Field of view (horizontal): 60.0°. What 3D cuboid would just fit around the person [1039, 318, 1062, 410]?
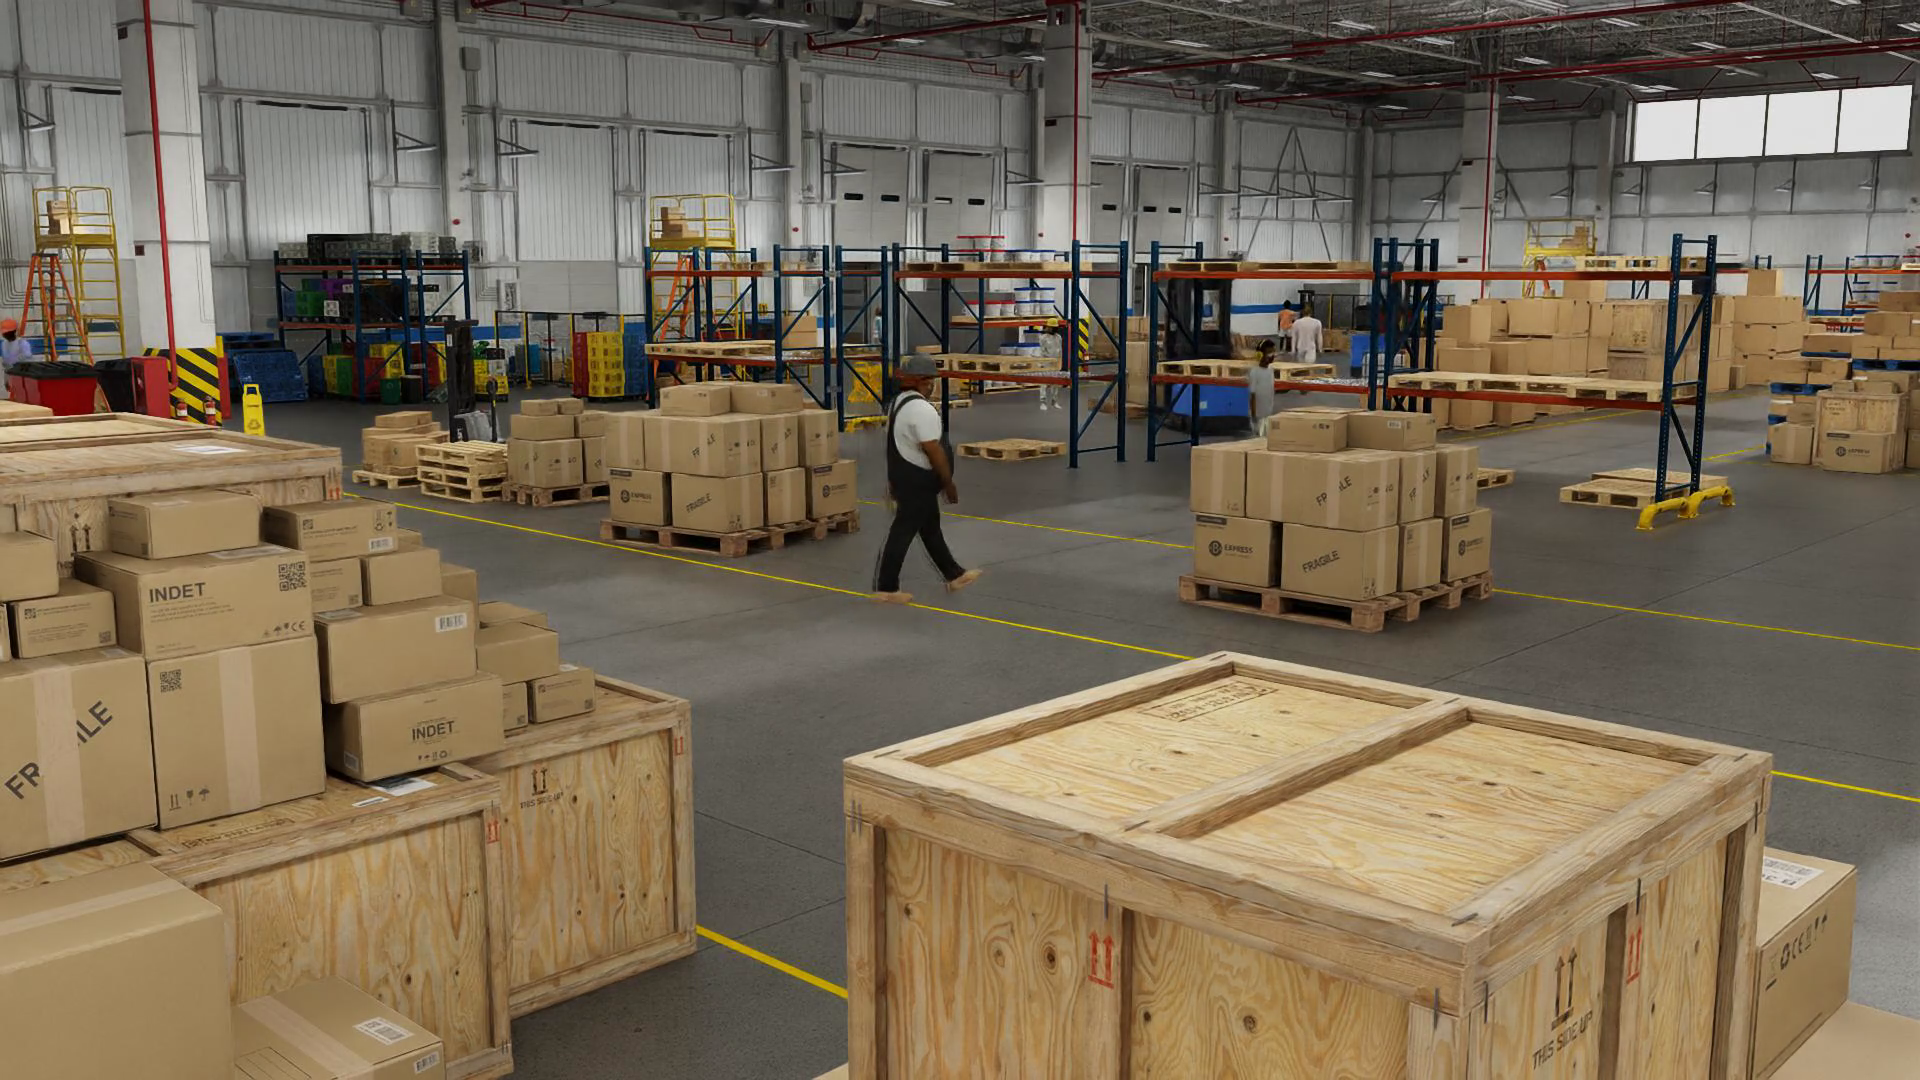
[{"bbox_3d":[1.739,-3.332,31.482,0.488,1.736,0.321,-5,11,-30],"label":"person"}]

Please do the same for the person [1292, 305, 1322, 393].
[{"bbox_3d":[7.345,-4.039,35.326,0.632,1.897,0.850,4,10,24],"label":"person"}]

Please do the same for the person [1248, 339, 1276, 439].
[{"bbox_3d":[3.552,-1.391,19.227,0.599,1.848,0.554,9,13,43],"label":"person"}]

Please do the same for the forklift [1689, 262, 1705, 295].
[{"bbox_3d":[19.897,-6.102,44.955,1.873,2.768,1.129,5,10,27],"label":"forklift"}]

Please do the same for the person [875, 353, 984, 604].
[{"bbox_3d":[-0.270,-0.519,13.292,0.997,2.000,0.697,-3,10,-18],"label":"person"}]

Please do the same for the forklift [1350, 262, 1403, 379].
[{"bbox_3d":[10.394,-5.278,39.903,1.873,2.768,1.129,3,10,15],"label":"forklift"}]

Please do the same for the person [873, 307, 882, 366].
[{"bbox_3d":[-2.169,-5.388,44.406,0.314,1.633,0.520,-1,9,-7],"label":"person"}]

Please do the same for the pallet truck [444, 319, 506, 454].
[{"bbox_3d":[-6.981,-1.942,22.150,1.885,1.965,0.823,1,9,9],"label":"pallet truck"}]

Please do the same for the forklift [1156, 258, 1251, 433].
[{"bbox_3d":[3.994,-3.215,27.258,1.129,2.768,1.873,-3,10,-16],"label":"forklift"}]

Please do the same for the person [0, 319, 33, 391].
[{"bbox_3d":[-14.908,-2.555,26.277,0.645,1.860,1.007,4,10,21],"label":"person"}]

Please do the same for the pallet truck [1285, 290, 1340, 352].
[{"bbox_3d":[11.297,-6.951,52.861,1.885,1.965,0.823,-5,11,-29],"label":"pallet truck"}]

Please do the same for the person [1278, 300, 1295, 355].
[{"bbox_3d":[10.058,-6.540,51.257,0.540,1.696,0.317,5,10,26],"label":"person"}]
